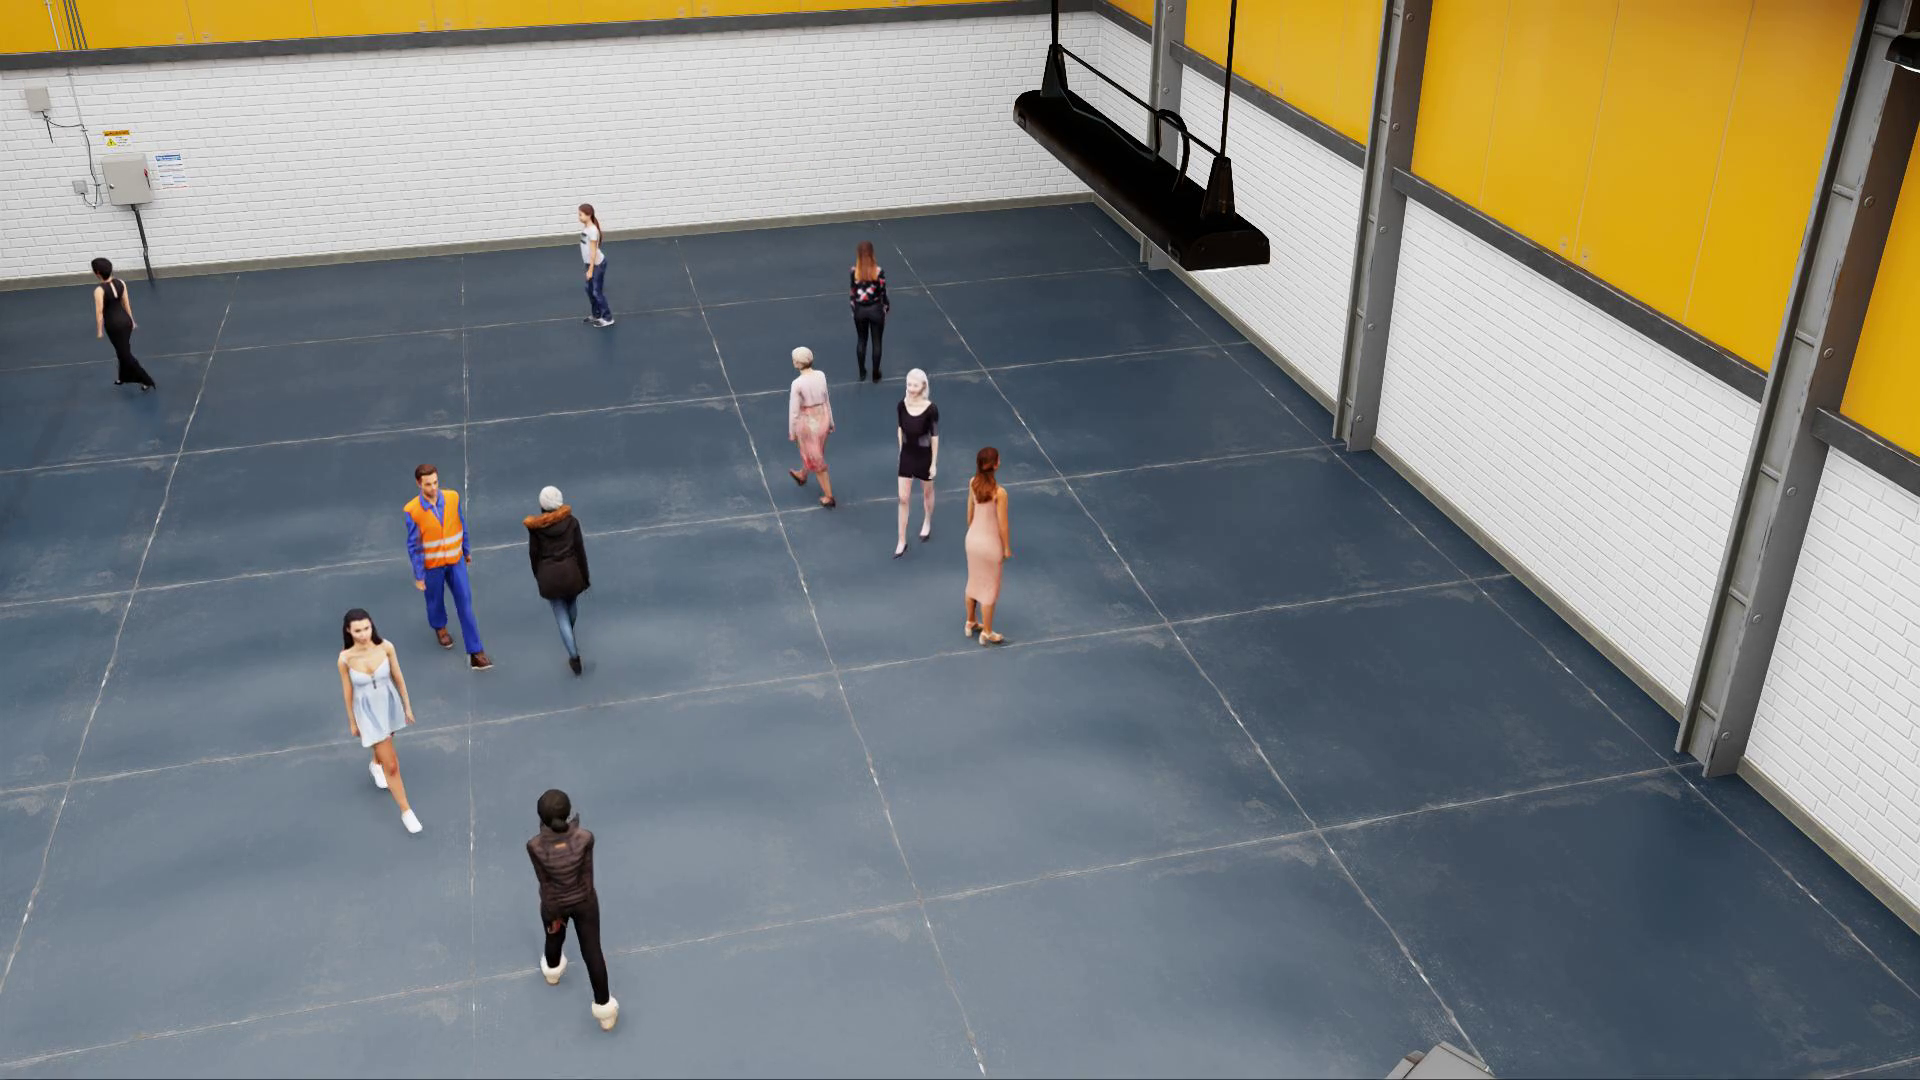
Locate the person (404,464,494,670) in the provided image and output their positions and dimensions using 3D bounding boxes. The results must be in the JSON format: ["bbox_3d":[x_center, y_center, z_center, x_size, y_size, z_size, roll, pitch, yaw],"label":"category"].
[{"bbox_3d":[-4.360,0.184,13.875,1.038,1.810,1.327,-20,34,-32],"label":"person"}]

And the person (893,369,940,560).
[{"bbox_3d":[-0.356,-0.781,15.653,0.903,1.803,1.065,8,30,14],"label":"person"}]

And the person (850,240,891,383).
[{"bbox_3d":[-1.034,-2.625,19.163,0.679,1.678,0.698,6,29,11],"label":"person"}]

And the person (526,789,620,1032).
[{"bbox_3d":[-2.445,2.176,10.387,0.616,1.653,1.084,-8,30,-15],"label":"person"}]

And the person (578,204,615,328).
[{"bbox_3d":[-4.551,-3.444,20.793,0.672,1.555,0.587,-16,32,-27],"label":"person"}]

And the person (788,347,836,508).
[{"bbox_3d":[-1.399,-1.067,16.334,0.916,1.652,1.112,-23,36,-36],"label":"person"}]

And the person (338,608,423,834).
[{"bbox_3d":[-4.253,1.224,12.097,0.907,1.687,1.218,-21,35,-33],"label":"person"}]

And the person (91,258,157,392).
[{"bbox_3d":[-9.494,-2.407,18.862,0.918,1.583,0.941,8,30,14],"label":"person"}]

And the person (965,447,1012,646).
[{"bbox_3d":[0.205,0.050,14.099,0.729,1.830,0.621,-25,37,-37],"label":"person"}]

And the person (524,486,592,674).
[{"bbox_3d":[-3.297,0.358,13.780,0.762,1.595,1.066,-14,32,-25],"label":"person"}]
